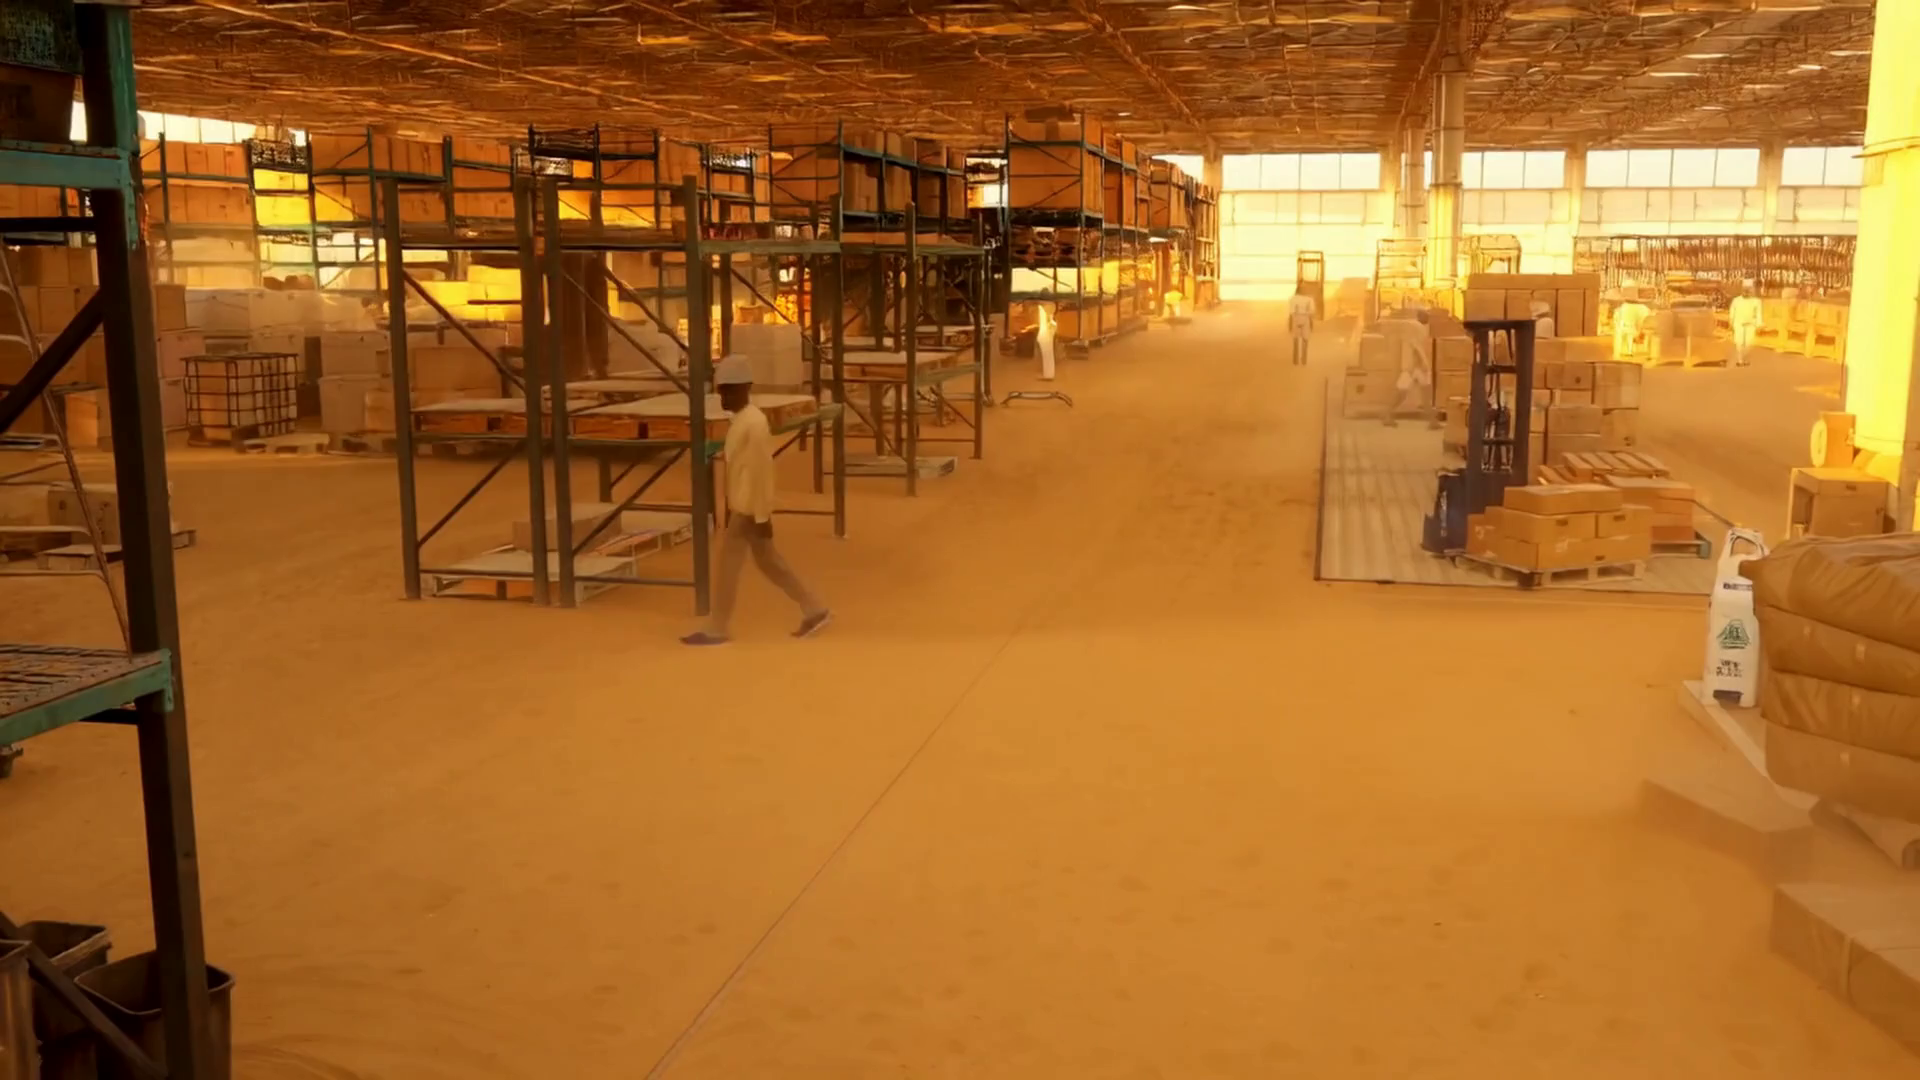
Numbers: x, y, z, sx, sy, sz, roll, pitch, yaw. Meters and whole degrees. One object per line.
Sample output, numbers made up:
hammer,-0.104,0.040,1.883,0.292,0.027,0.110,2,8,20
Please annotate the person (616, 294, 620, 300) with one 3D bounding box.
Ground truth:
person,-8.454,-5.243,40.953,0.525,1.631,0.313,0,10,0

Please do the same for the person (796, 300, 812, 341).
person,-3.348,-4.462,36.441,0.526,1.591,0.884,-3,10,-16

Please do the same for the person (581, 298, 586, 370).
person,-6.250,-3.098,27.660,0.443,1.826,0.634,-2,10,-9

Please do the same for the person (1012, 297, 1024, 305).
person,2.046,-8.364,59.028,0.523,1.769,0.310,9,13,42

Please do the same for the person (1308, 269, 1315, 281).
person,17.668,-12.618,83.540,0.393,1.995,0.612,6,11,32

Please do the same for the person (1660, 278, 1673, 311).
person,24.649,-8.225,58.067,0.403,1.818,0.599,7,12,36

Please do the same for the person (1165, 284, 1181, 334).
person,7.097,-7.707,55.448,0.537,1.664,0.844,2,10,10

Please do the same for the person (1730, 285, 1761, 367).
person,18.122,-4.941,38.395,0.664,1.887,0.447,3,10,19

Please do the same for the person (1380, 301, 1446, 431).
person,6.616,-2.541,24.232,0.537,1.885,1.019,-9,13,-43

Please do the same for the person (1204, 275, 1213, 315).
person,11.101,-10.955,74.408,0.346,1.762,0.524,-7,12,-35

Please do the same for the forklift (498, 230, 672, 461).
forklift,-4.660,-2.433,20.613,1.873,2.768,1.129,2,10,12

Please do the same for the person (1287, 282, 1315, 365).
person,8.005,-5.073,39.033,0.635,1.960,0.590,3,10,16

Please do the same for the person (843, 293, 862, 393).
person,-2.069,-3.638,30.758,0.517,1.865,0.328,2,10,13

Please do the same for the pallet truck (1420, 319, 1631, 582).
pallet truck,4.543,-0.757,13.299,0.823,1.965,1.885,-4,10,-22

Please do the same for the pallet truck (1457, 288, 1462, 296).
pallet truck,20.506,-9.785,68.819,0.653,1.274,1.630,2,10,12

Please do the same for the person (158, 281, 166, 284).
person,-20.649,-5.725,42.978,0.691,1.917,0.547,2,10,10

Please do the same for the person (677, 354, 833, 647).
person,-1.298,-0.248,10.635,0.965,1.889,0.582,-1,10,-6

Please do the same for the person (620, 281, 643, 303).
person,-8.815,-5.975,44.537,0.649,1.891,1.023,6,11,30

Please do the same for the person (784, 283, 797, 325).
person,-5.747,-7.873,56.325,0.535,1.698,0.318,-8,13,-41

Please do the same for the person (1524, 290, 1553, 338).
person,8.197,-2.556,23.822,0.539,2.000,0.689,3,10,20

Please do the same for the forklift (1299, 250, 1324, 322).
forklift,13.778,-10.002,65.433,1.129,2.768,1.873,2,10,12

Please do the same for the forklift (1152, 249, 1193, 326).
forklift,7.646,-9.320,61.395,1.873,2.768,1.129,2,10,11

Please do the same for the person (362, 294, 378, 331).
person,-13.878,-5.010,39.491,0.832,1.659,0.538,-4,11,-24

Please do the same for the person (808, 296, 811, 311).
person,-5.620,-9.165,64.163,0.508,1.632,0.265,-1,10,-3

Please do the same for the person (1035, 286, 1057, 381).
person,1.770,-4.202,33.927,0.392,1.921,0.593,5,11,28
